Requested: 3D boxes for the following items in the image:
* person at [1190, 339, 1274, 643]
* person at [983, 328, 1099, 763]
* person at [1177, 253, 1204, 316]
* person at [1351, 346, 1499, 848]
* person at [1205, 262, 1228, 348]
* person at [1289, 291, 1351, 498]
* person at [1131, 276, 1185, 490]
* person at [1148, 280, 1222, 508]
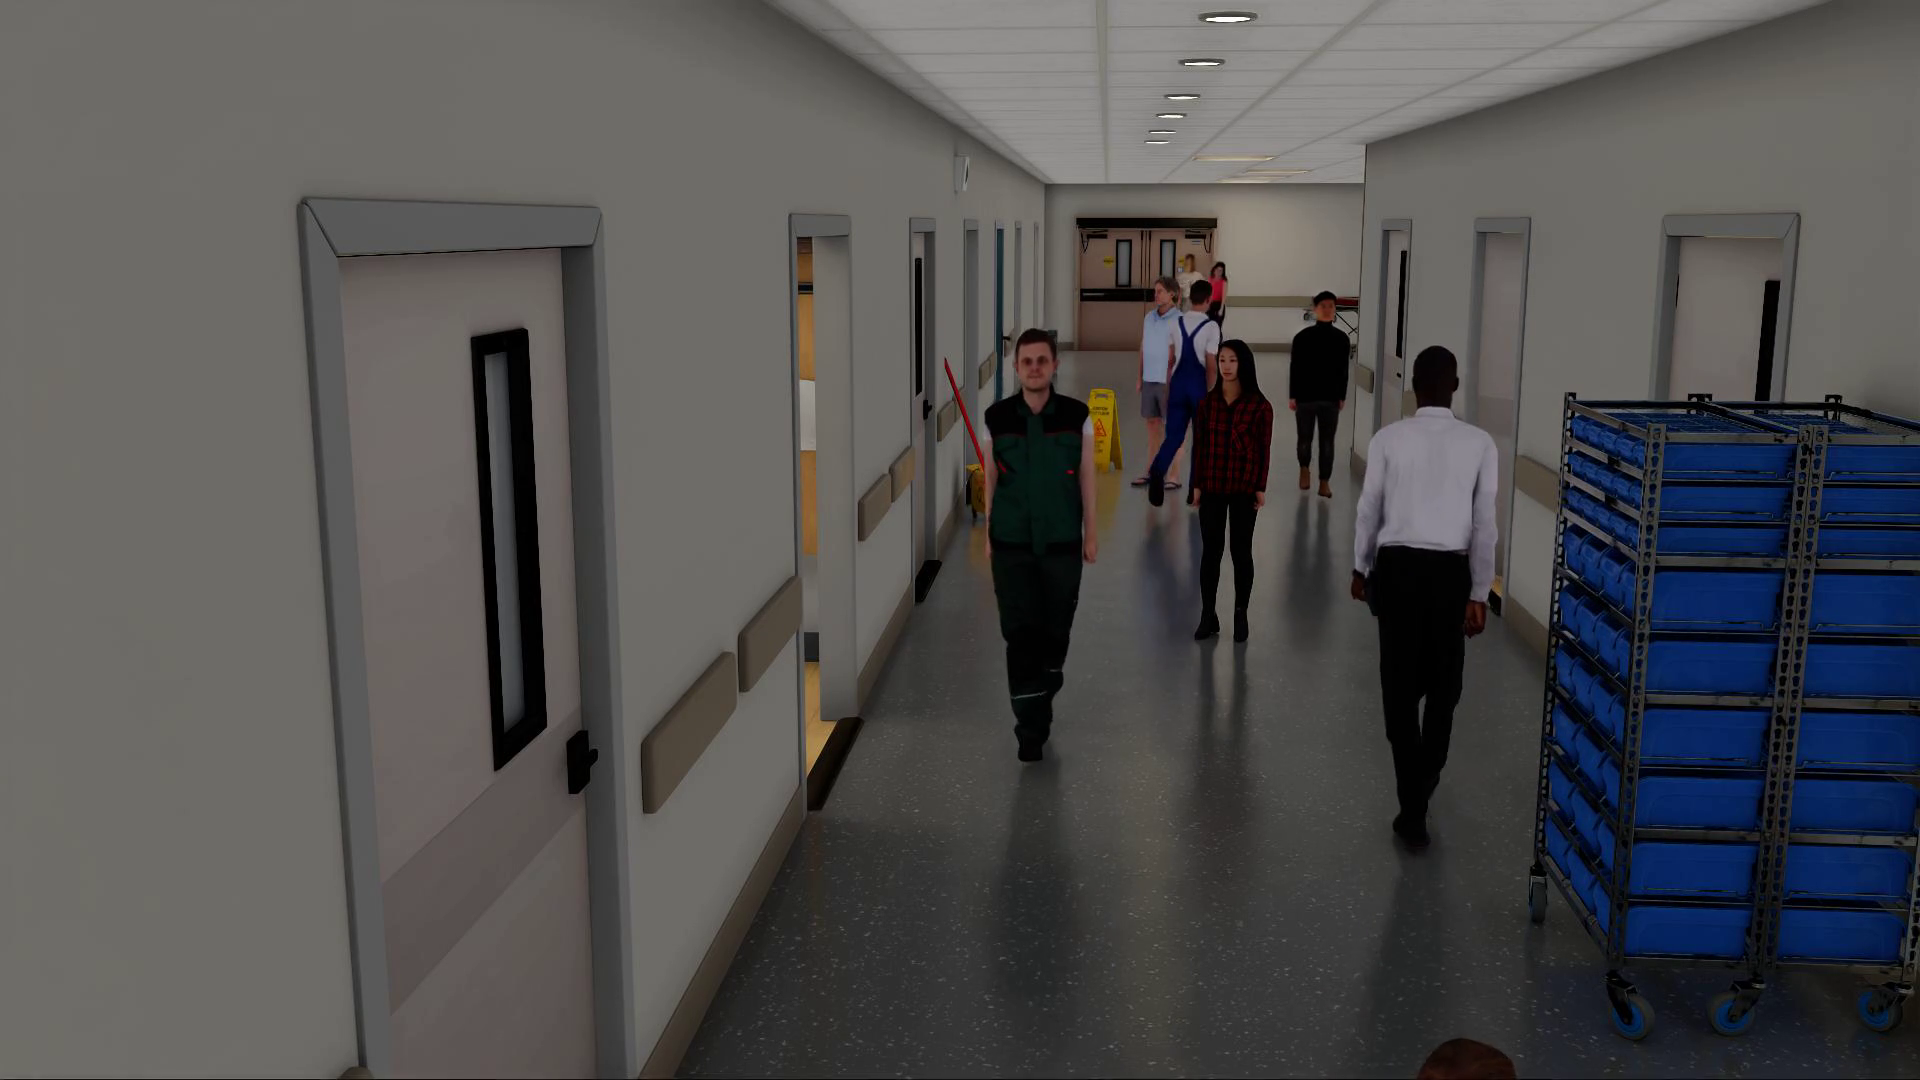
[{"bbox_3d":[1.485,-0.279,9.175,0.629,1.658,0.582,4,11,18],"label":"person"},{"bbox_3d":[0.347,0.010,7.235,0.704,1.810,1.108,0,11,0],"label":"person"},{"bbox_3d":[3.606,-3.525,25.895,0.603,1.801,1.058,0,11,2],"label":"person"},{"bbox_3d":[1.699,0.228,6.103,0.700,1.808,1.034,2,11,8],"label":"person"},{"bbox_3d":[4.256,-3.837,27.972,0.880,1.640,0.776,-5,12,-25],"label":"person"},{"bbox_3d":[3.009,-1.232,14.063,0.699,1.708,1.078,2,11,10],"label":"person"},{"bbox_3d":[1.782,-1.381,14.515,0.793,1.832,0.731,-9,14,-38],"label":"person"},{"bbox_3d":[1.784,-1.125,13.206,1.052,1.817,1.301,6,12,28],"label":"person"}]
